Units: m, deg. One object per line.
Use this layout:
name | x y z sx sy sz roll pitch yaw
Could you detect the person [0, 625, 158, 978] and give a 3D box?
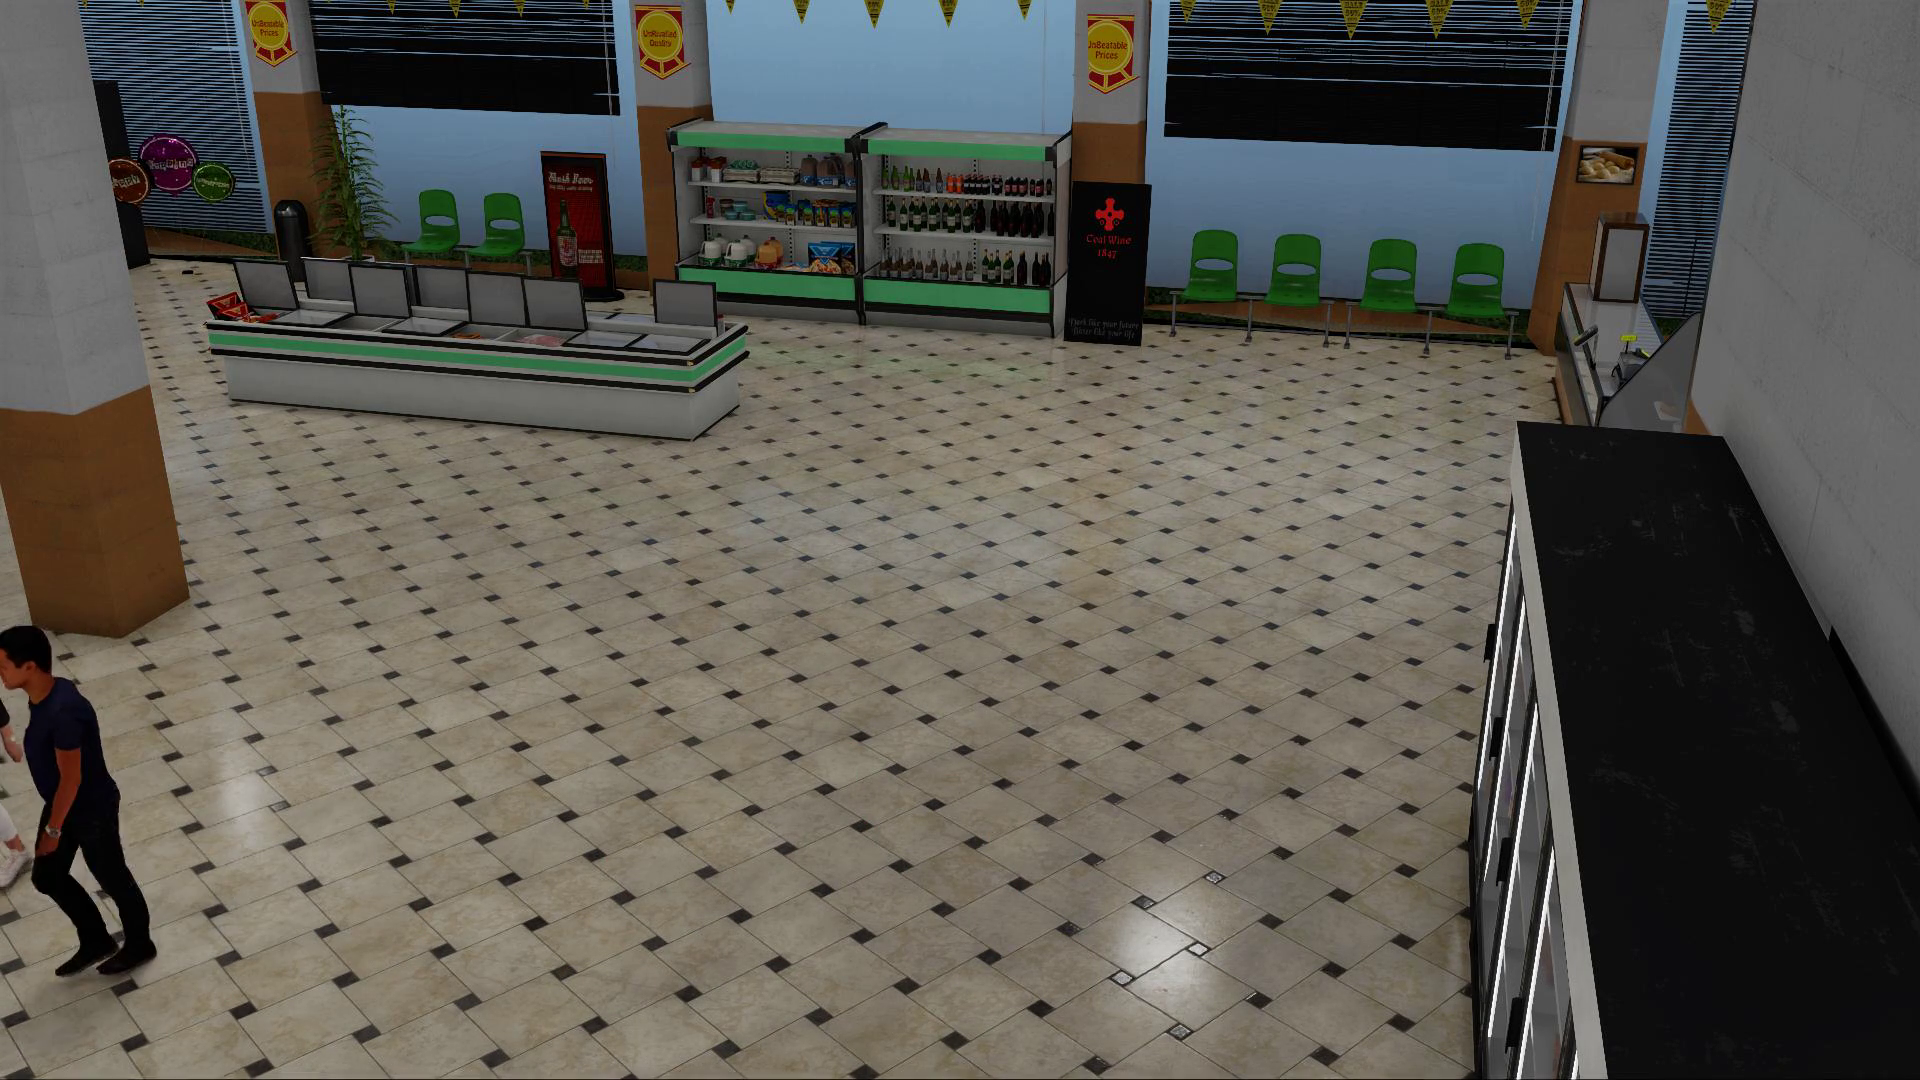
person | -3.820 1.160 7.401 0.742 1.768 0.816 18 28 38
